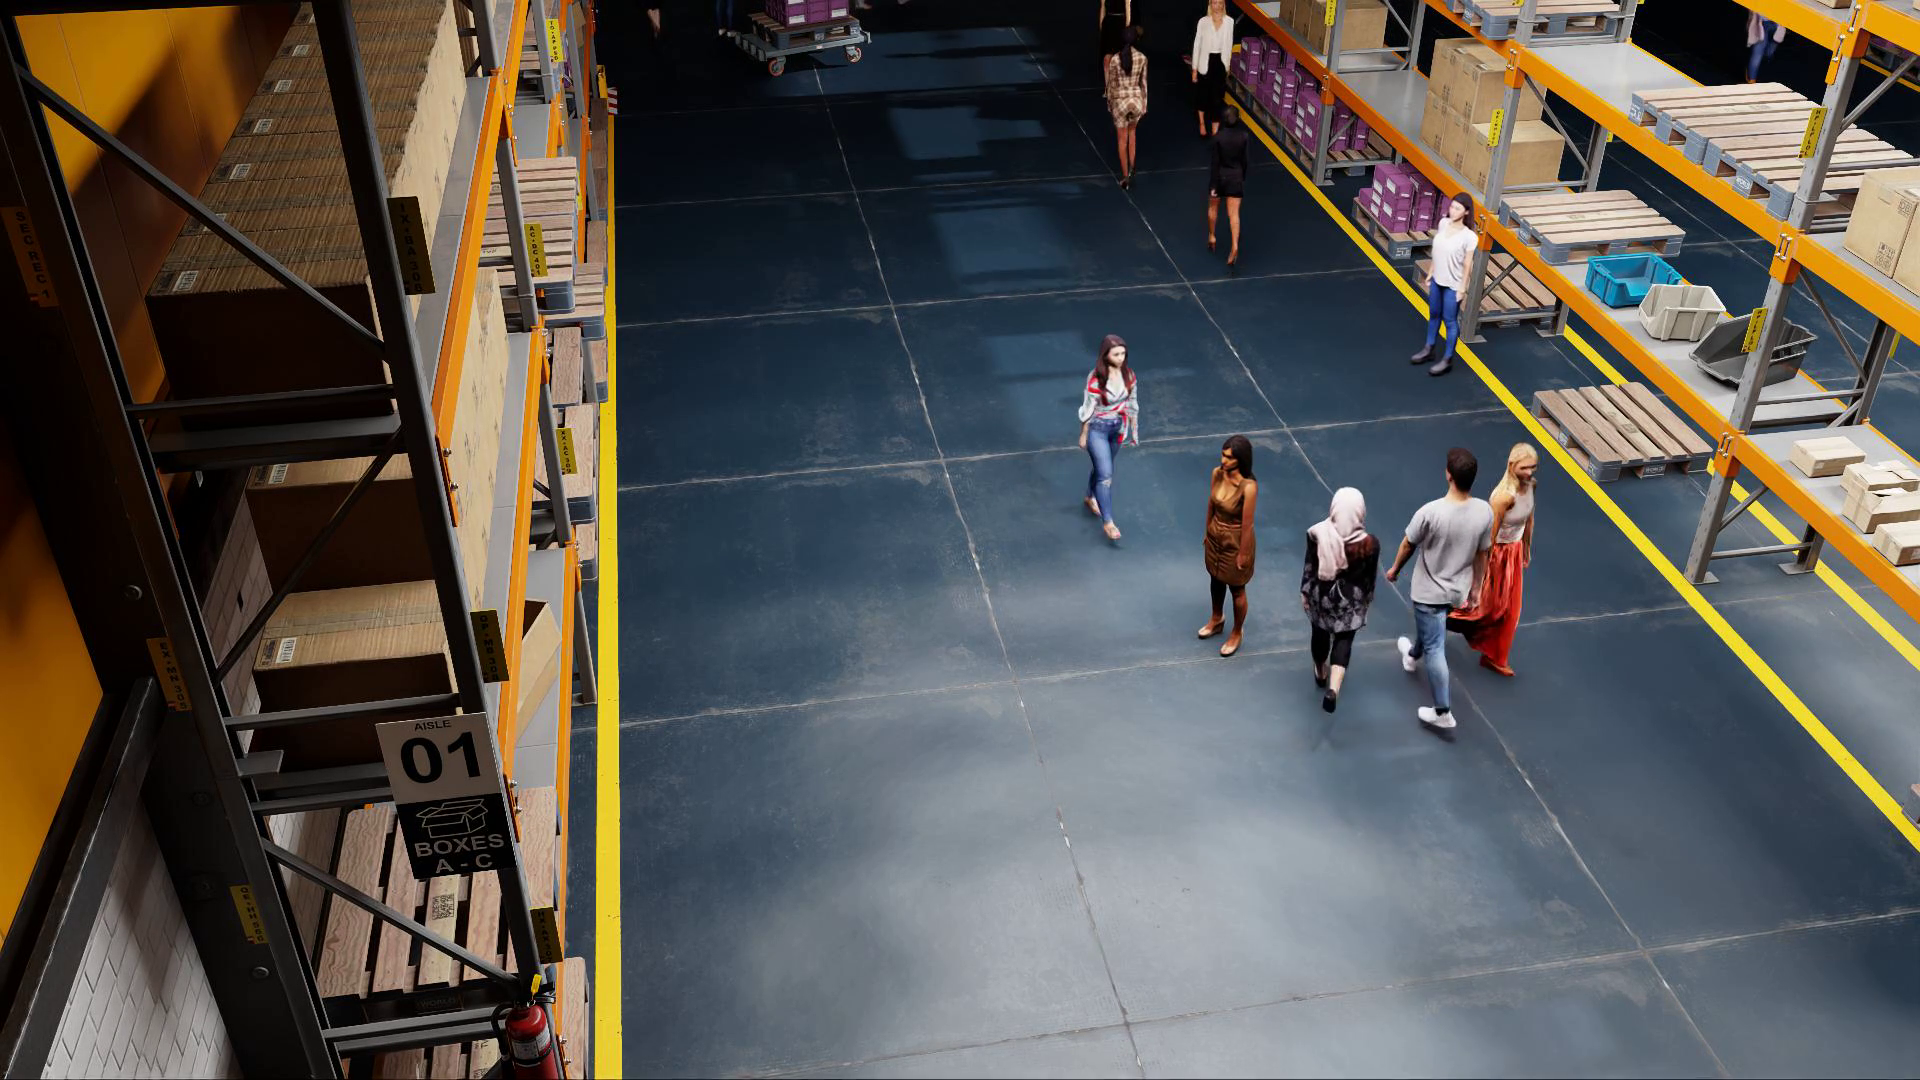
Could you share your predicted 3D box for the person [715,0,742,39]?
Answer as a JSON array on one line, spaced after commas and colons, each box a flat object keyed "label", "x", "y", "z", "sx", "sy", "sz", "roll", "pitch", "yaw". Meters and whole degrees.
[{"label": "person", "x": -3.306, "y": -7.916, "z": 23.198, "sx": 0.691, "sy": 1.728, "sz": 0.734, "roll": 13, "pitch": 36, "yaw": 19}]

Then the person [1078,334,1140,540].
[{"label": "person", "x": 1.072, "y": -0.868, "z": 12.722, "sx": 0.793, "sy": 1.586, "sz": 0.993, "roll": -16, "pitch": 37, "yaw": -23}]

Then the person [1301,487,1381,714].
[{"label": "person", "x": 2.431, "y": 0.406, "z": 10.776, "sx": 0.847, "sy": 1.619, "sz": 1.028, "roll": 7, "pitch": 34, "yaw": 10}]

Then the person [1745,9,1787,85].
[{"label": "person", "x": 10.284, "y": -6.603, "z": 21.228, "sx": 0.829, "sy": 1.722, "sz": 1.071, "roll": 3, "pitch": 34, "yaw": 4}]

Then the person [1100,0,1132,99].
[{"label": "person", "x": 2.002, "y": -6.479, "z": 21.144, "sx": 0.832, "sy": 1.609, "sz": 0.980, "roll": 12, "pitch": 35, "yaw": 17}]

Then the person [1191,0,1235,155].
[{"label": "person", "x": 2.922, "y": -5.499, "z": 19.491, "sx": 0.758, "sy": 1.806, "sz": 1.189, "roll": -1, "pitch": 34, "yaw": -1}]

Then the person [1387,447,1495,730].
[{"label": "person", "x": 3.125, "y": 0.350, "z": 10.656, "sx": 0.665, "sy": 1.845, "sz": 1.180, "roll": -6, "pitch": 34, "yaw": -9}]

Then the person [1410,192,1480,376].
[{"label": "person", "x": 4.339, "y": -2.278, "z": 14.758, "sx": 0.713, "sy": 1.682, "sz": 0.557, "roll": -15, "pitch": 37, "yaw": -21}]

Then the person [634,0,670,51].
[{"label": "person", "x": -4.153, "y": -7.470, "z": 22.526, "sx": 0.791, "sy": 1.729, "sz": 0.992, "roll": -16, "pitch": 37, "yaw": -23}]

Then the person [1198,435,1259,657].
[{"label": "person", "x": 1.838, "y": 0.023, "z": 11.292, "sx": 0.694, "sy": 1.686, "sz": 0.585, "roll": -22, "pitch": 39, "yaw": -29}]

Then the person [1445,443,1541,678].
[{"label": "person", "x": 3.504, "y": 0.087, "z": 11.105, "sx": 1.088, "sy": 1.787, "sz": 0.974, "roll": 27, "pitch": 42, "yaw": 34}]

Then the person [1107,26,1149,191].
[{"label": "person", "x": 1.865, "y": -4.726, "z": 18.358, "sx": 0.578, "sy": 1.773, "sz": 0.654, "roll": -7, "pitch": 34, "yaw": -10}]

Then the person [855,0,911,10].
[{"label": "person", "x": -1.275, "y": -8.565, "z": 24.181, "sx": 0.750, "sy": 1.720, "sz": 1.072, "roll": -2, "pitch": 34, "yaw": -4}]

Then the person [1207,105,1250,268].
[{"label": "person", "x": 2.700, "y": -3.522, "z": 16.698, "sx": 0.656, "sy": 1.606, "sz": 1.043, "roll": -1, "pitch": 34, "yaw": -1}]
